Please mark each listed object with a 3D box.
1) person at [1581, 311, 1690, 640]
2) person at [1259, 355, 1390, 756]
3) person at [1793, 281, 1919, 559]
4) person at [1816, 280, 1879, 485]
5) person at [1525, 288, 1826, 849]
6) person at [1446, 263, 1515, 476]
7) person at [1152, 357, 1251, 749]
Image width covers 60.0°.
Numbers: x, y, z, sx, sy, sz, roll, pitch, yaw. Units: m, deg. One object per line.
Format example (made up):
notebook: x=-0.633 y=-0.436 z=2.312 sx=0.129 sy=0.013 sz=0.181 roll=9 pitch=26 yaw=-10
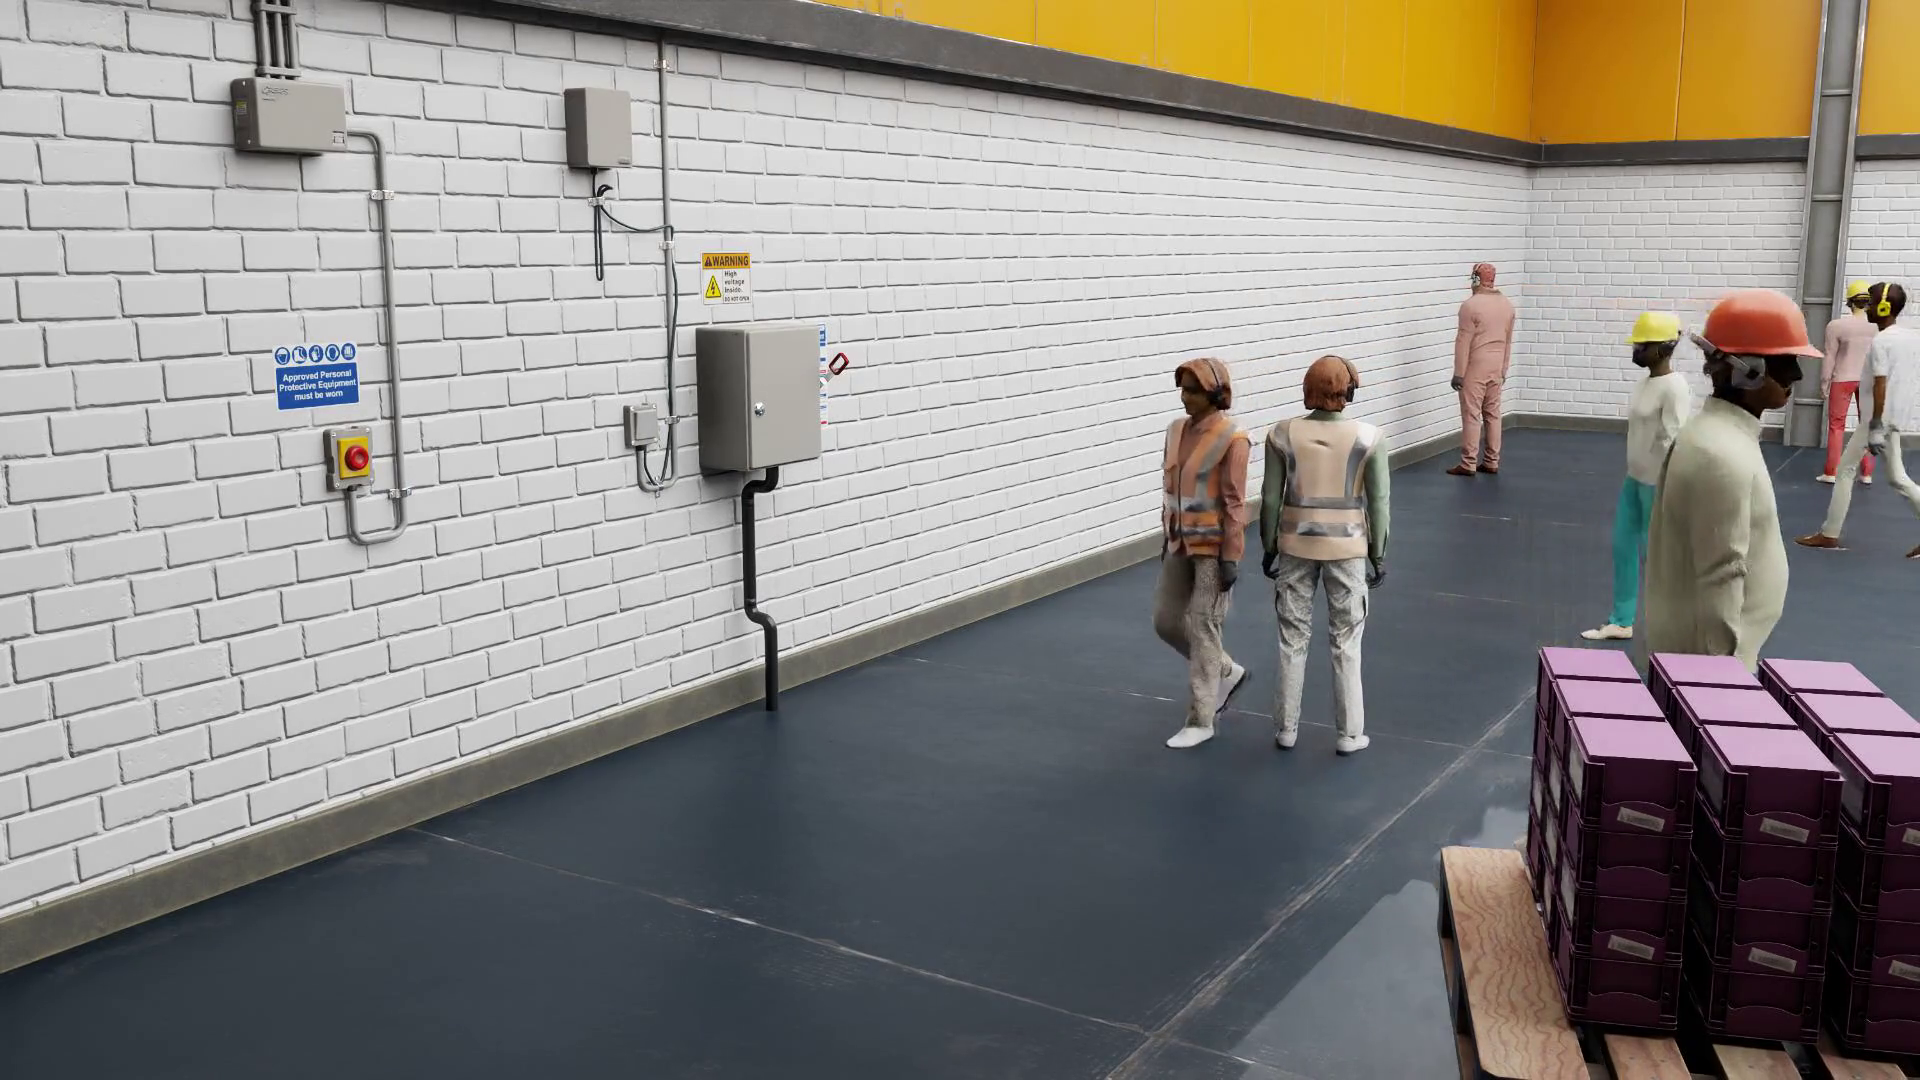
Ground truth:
person: x=3.655 y=-0.314 z=8.618 sx=0.666 sy=1.741 sz=0.534 roll=0 pitch=10 yaw=-2
person: x=1.486 y=0.067 z=6.810 sx=0.523 sy=1.638 sz=0.310 roll=4 pitch=11 yaw=21
person: x=6.161 y=-0.797 z=11.056 sx=0.520 sy=1.834 sz=0.951 roll=-8 pitch=13 yaw=-38
person: x=7.707 y=-1.353 z=14.361 sx=0.521 sy=1.758 sz=0.349 roll=2 pitch=10 yaw=10
person: x=2.030 y=0.293 z=4.628 sx=0.686 sy=1.976 sz=0.628 roll=4 pitch=11 yaw=22
person: x=4.646 y=-1.522 z=14.902 sx=0.641 sy=1.900 sz=0.404 roll=-7 pitch=12 yaw=-32
person: x=1.044 y=0.047 z=6.957 sx=0.446 sy=1.625 sz=0.530 roll=-6 pitch=12 yaw=-30
